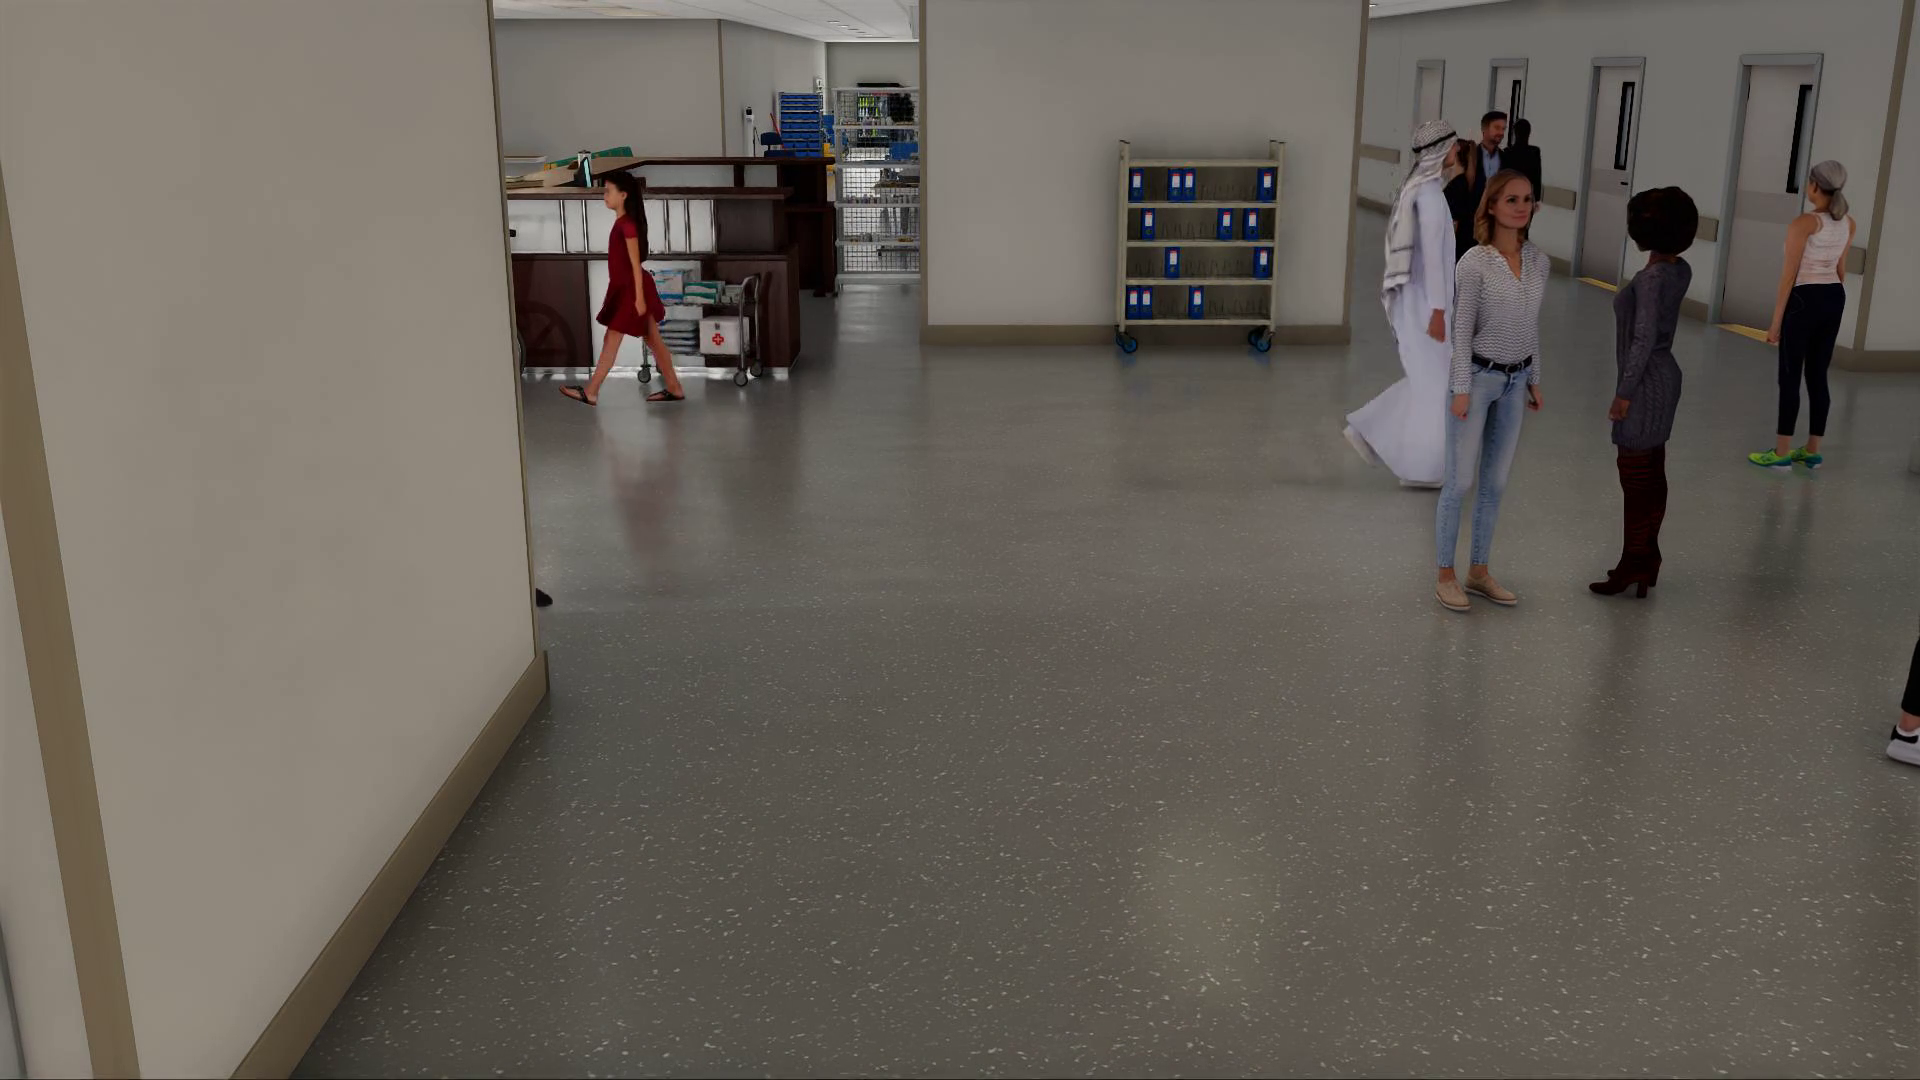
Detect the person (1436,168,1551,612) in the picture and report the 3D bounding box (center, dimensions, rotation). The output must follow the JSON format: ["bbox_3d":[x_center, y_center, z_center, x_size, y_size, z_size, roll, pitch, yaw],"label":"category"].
[{"bbox_3d":[2.172,-0.612,6.827,0.563,1.796,0.711,-6,17,-19],"label":"person"}]

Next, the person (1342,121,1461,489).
[{"bbox_3d":[2.345,-1.207,8.726,0.896,1.910,0.734,2,16,7],"label":"person"}]

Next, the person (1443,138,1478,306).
[{"bbox_3d":[3.745,-2.191,12.636,0.675,1.683,0.702,6,17,19],"label":"person"}]

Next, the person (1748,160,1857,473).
[{"bbox_3d":[4.733,-1.240,9.229,0.584,1.702,0.726,-6,17,-19],"label":"person"}]

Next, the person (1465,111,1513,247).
[{"bbox_3d":[4.135,-2.490,13.399,0.990,1.845,0.723,-1,16,-3],"label":"person"}]

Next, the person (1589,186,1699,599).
[{"bbox_3d":[2.890,-0.615,6.990,0.695,1.712,0.655,13,20,38],"label":"person"}]

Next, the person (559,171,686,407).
[{"bbox_3d":[-2.072,-1.611,10.898,1.095,1.509,0.737,-4,16,-15],"label":"person"}]

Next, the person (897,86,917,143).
[{"bbox_3d":[-1.426,-10.539,42.041,1.179,1.794,1.082,-13,20,-38],"label":"person"}]

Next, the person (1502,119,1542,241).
[{"bbox_3d":[5.602,-3.341,16.750,1.056,1.664,0.844,4,16,14],"label":"person"}]
